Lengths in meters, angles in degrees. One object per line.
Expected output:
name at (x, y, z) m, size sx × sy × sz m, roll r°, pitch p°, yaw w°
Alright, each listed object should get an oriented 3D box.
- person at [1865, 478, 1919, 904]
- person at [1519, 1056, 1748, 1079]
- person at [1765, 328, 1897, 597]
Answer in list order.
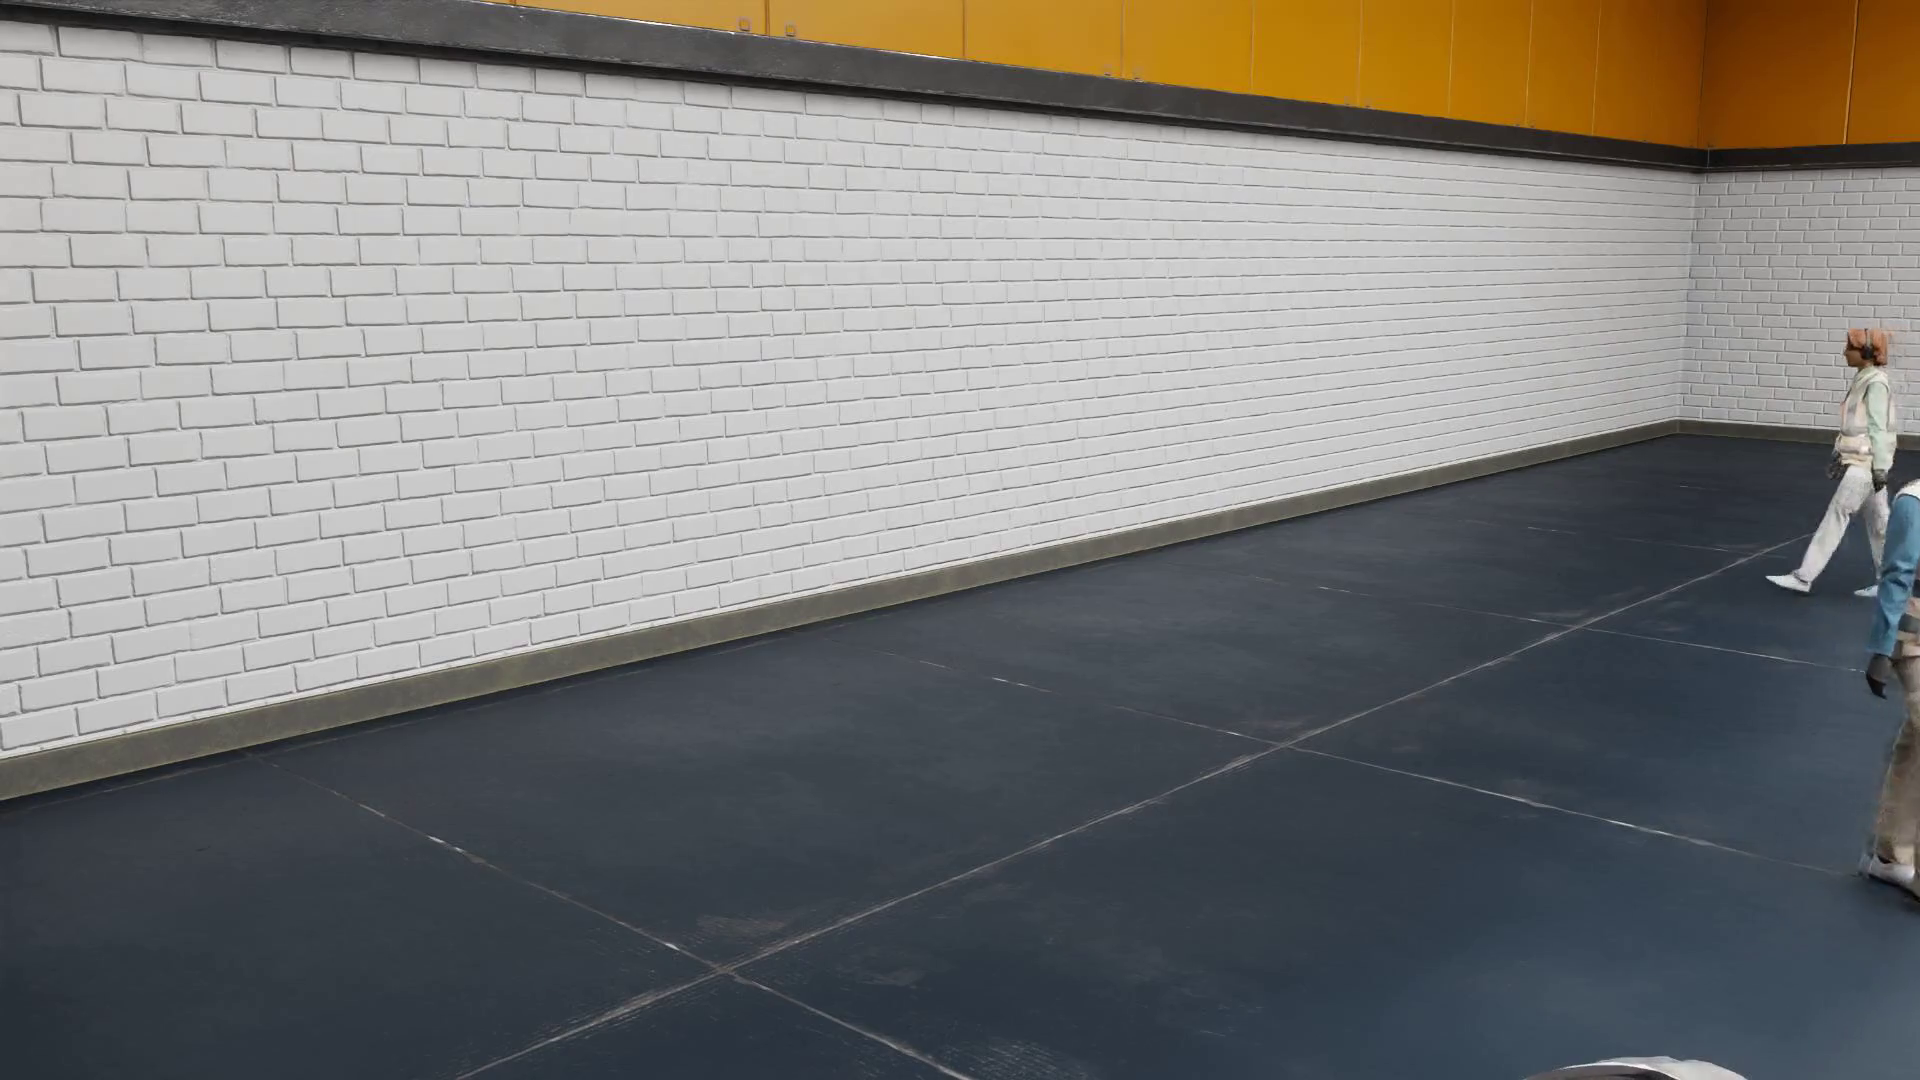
person at (3.121, 0.370, 5.141) m, size 0.547 × 1.615 × 0.586 m, roll -5°, pitch 11°, yaw -27°
person at (0.327, 0.972, 0.998) m, size 0.575 × 1.882 × 0.359 m, roll -9°, pitch 13°, yaw -41°
person at (5.245, -0.444, 9.846) m, size 0.819 × 1.603 × 0.535 m, roll 4°, pitch 11°, yaw 21°
